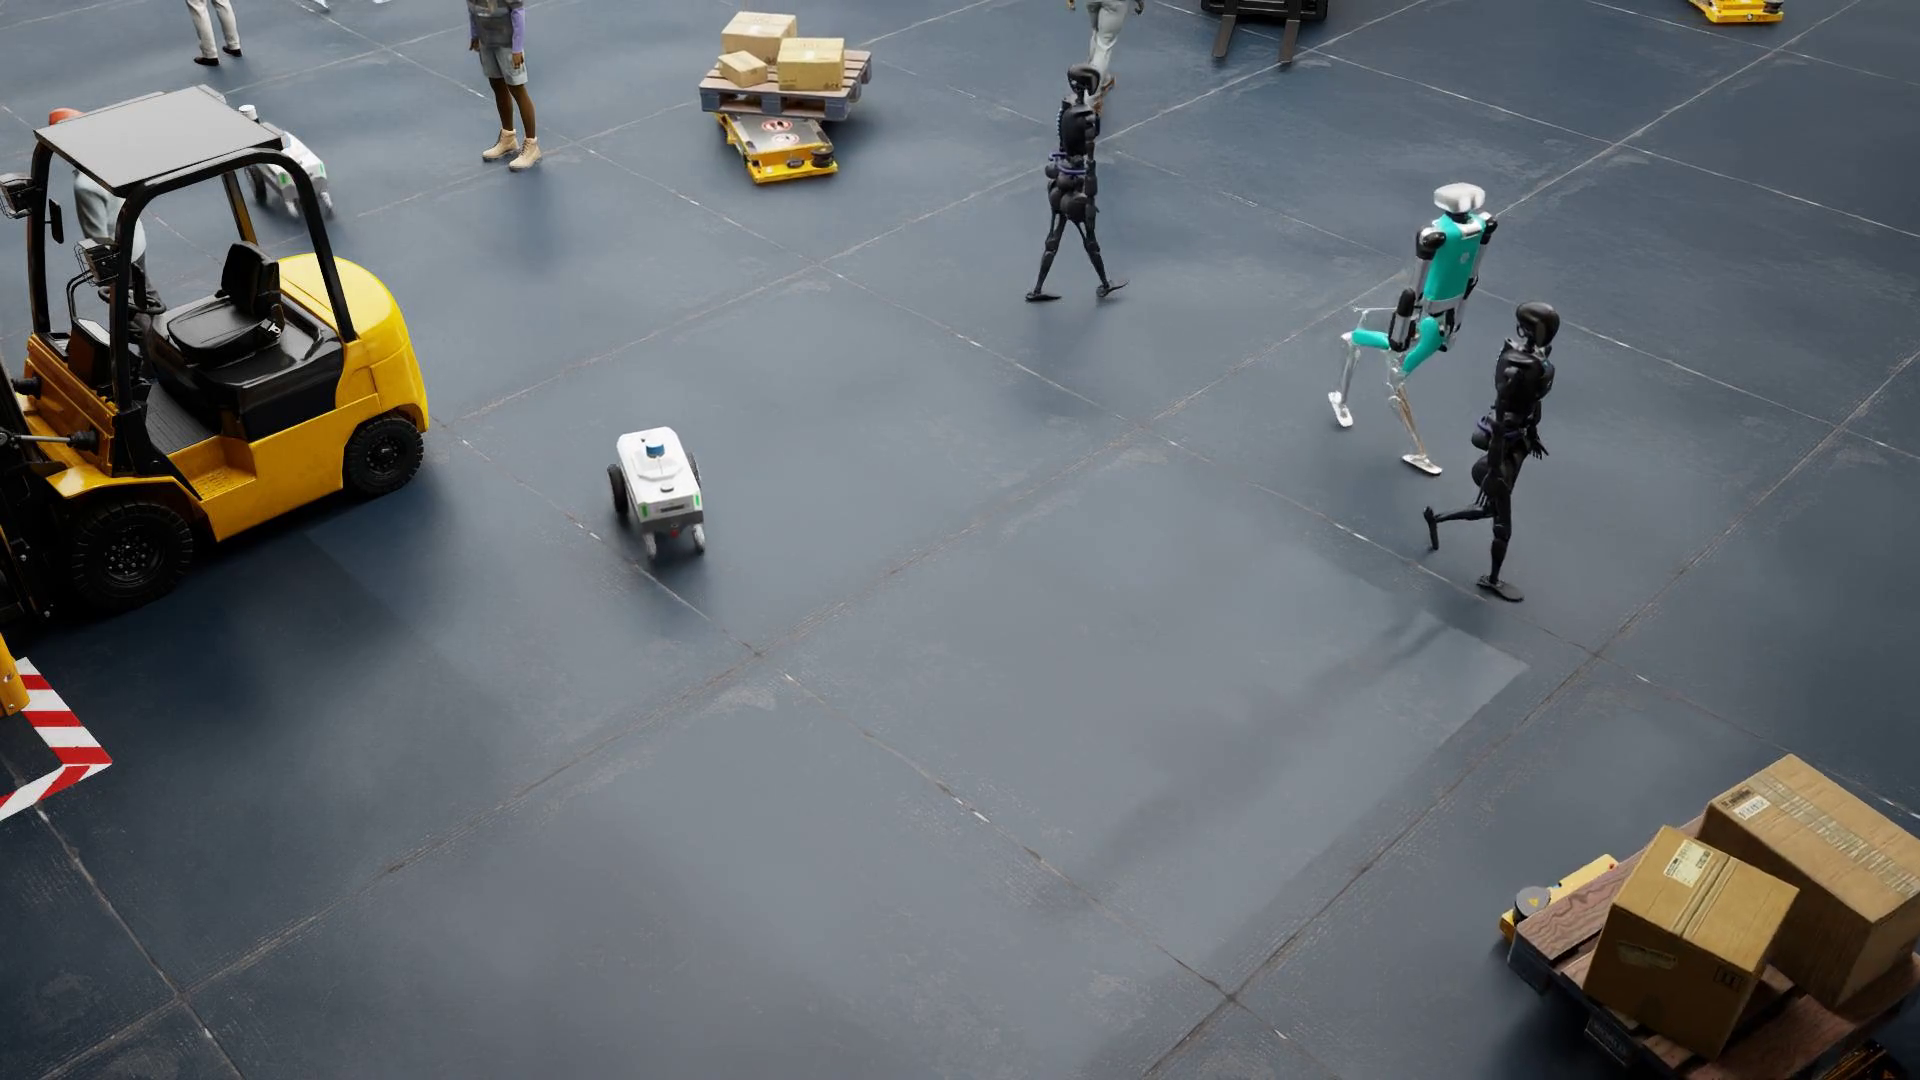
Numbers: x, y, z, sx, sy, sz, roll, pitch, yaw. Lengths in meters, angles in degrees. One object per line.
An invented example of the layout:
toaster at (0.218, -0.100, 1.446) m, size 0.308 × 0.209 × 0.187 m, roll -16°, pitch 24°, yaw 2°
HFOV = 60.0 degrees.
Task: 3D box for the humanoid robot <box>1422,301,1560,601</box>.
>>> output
humanoid robot at (2.749, -0.490, 8.506) m, size 0.695 × 1.642 × 0.610 m, roll 25°, pitch 43°, yaw 29°

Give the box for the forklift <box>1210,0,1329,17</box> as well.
forklift at (3.106, -6.400, 15.960) m, size 1.214 × 2.155 × 2.313 m, roll 8°, pitch 37°, yaw 10°

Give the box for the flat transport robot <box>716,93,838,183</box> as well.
flat transport robot at (-1.491, -3.260, 13.360) m, size 0.659 × 0.231 × 1.431 m, roll -12°, pitch 38°, yaw -15°

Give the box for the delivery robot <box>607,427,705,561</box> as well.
delivery robot at (-1.654, -0.300, 9.158) m, size 0.499 × 0.592 × 0.792 m, roll -12°, pitch 39°, yaw -16°

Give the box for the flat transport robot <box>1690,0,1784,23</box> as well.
flat transport robot at (7.368, -5.359, 16.171) m, size 0.659 × 0.231 × 1.431 m, roll -3°, pitch 37°, yaw -3°

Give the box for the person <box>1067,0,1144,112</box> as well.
person at (1.247, -4.485, 13.648) m, size 0.645 × 1.885 × 0.877 m, roll 17°, pitch 40°, yaw 21°

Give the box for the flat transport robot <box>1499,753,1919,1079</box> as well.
flat transport robot at (2.911, 1.815, 6.568) m, size 0.659 × 0.231 × 1.431 m, roll -21°, pitch 41°, yaw -25°

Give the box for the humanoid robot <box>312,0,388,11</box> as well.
humanoid robot at (-5.907, -5.832, 15.627) m, size 1.023 × 1.763 × 0.555 m, roll -24°, pitch 43°, yaw -29°

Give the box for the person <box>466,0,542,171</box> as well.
person at (-3.532, -3.821, 12.640) m, size 0.604 × 2.036 × 0.379 m, roll 26°, pitch 44°, yaw 30°

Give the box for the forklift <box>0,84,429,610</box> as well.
forklift at (-4.145, -1.093, 8.856) m, size 2.313 × 2.155 × 1.214 m, roll -31°, pitch 47°, yaw -34°

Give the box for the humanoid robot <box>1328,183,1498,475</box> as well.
humanoid robot at (2.518, -1.300, 9.559) m, size 0.559 × 1.772 × 1.041 m, roll -20°, pitch 41°, yaw -25°

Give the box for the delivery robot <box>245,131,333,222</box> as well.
delivery robot at (-5.036, -2.772, 12.480) m, size 0.499 × 0.608 × 0.793 m, roll -25°, pitch 43°, yaw -29°

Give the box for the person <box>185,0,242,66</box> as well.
person at (-6.673, -5.045, 14.485) m, size 0.384 × 1.782 × 0.550 m, roll 20°, pitch 41°, yaw 25°

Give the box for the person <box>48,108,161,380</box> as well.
person at (-5.185, -1.801, 10.176) m, size 0.352 × 1.742 × 0.572 m, roll -4°, pitch 37°, yaw -5°

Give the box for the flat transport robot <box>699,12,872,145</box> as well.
flat transport robot at (-1.419, -3.613, 13.833) m, size 0.659 × 0.231 × 1.431 m, roll 6°, pitch 37°, yaw 8°

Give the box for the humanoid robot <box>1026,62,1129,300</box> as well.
humanoid robot at (0.790, -2.356, 10.995) m, size 0.705 × 1.637 × 0.589 m, roll -11°, pitch 38°, yaw -15°
